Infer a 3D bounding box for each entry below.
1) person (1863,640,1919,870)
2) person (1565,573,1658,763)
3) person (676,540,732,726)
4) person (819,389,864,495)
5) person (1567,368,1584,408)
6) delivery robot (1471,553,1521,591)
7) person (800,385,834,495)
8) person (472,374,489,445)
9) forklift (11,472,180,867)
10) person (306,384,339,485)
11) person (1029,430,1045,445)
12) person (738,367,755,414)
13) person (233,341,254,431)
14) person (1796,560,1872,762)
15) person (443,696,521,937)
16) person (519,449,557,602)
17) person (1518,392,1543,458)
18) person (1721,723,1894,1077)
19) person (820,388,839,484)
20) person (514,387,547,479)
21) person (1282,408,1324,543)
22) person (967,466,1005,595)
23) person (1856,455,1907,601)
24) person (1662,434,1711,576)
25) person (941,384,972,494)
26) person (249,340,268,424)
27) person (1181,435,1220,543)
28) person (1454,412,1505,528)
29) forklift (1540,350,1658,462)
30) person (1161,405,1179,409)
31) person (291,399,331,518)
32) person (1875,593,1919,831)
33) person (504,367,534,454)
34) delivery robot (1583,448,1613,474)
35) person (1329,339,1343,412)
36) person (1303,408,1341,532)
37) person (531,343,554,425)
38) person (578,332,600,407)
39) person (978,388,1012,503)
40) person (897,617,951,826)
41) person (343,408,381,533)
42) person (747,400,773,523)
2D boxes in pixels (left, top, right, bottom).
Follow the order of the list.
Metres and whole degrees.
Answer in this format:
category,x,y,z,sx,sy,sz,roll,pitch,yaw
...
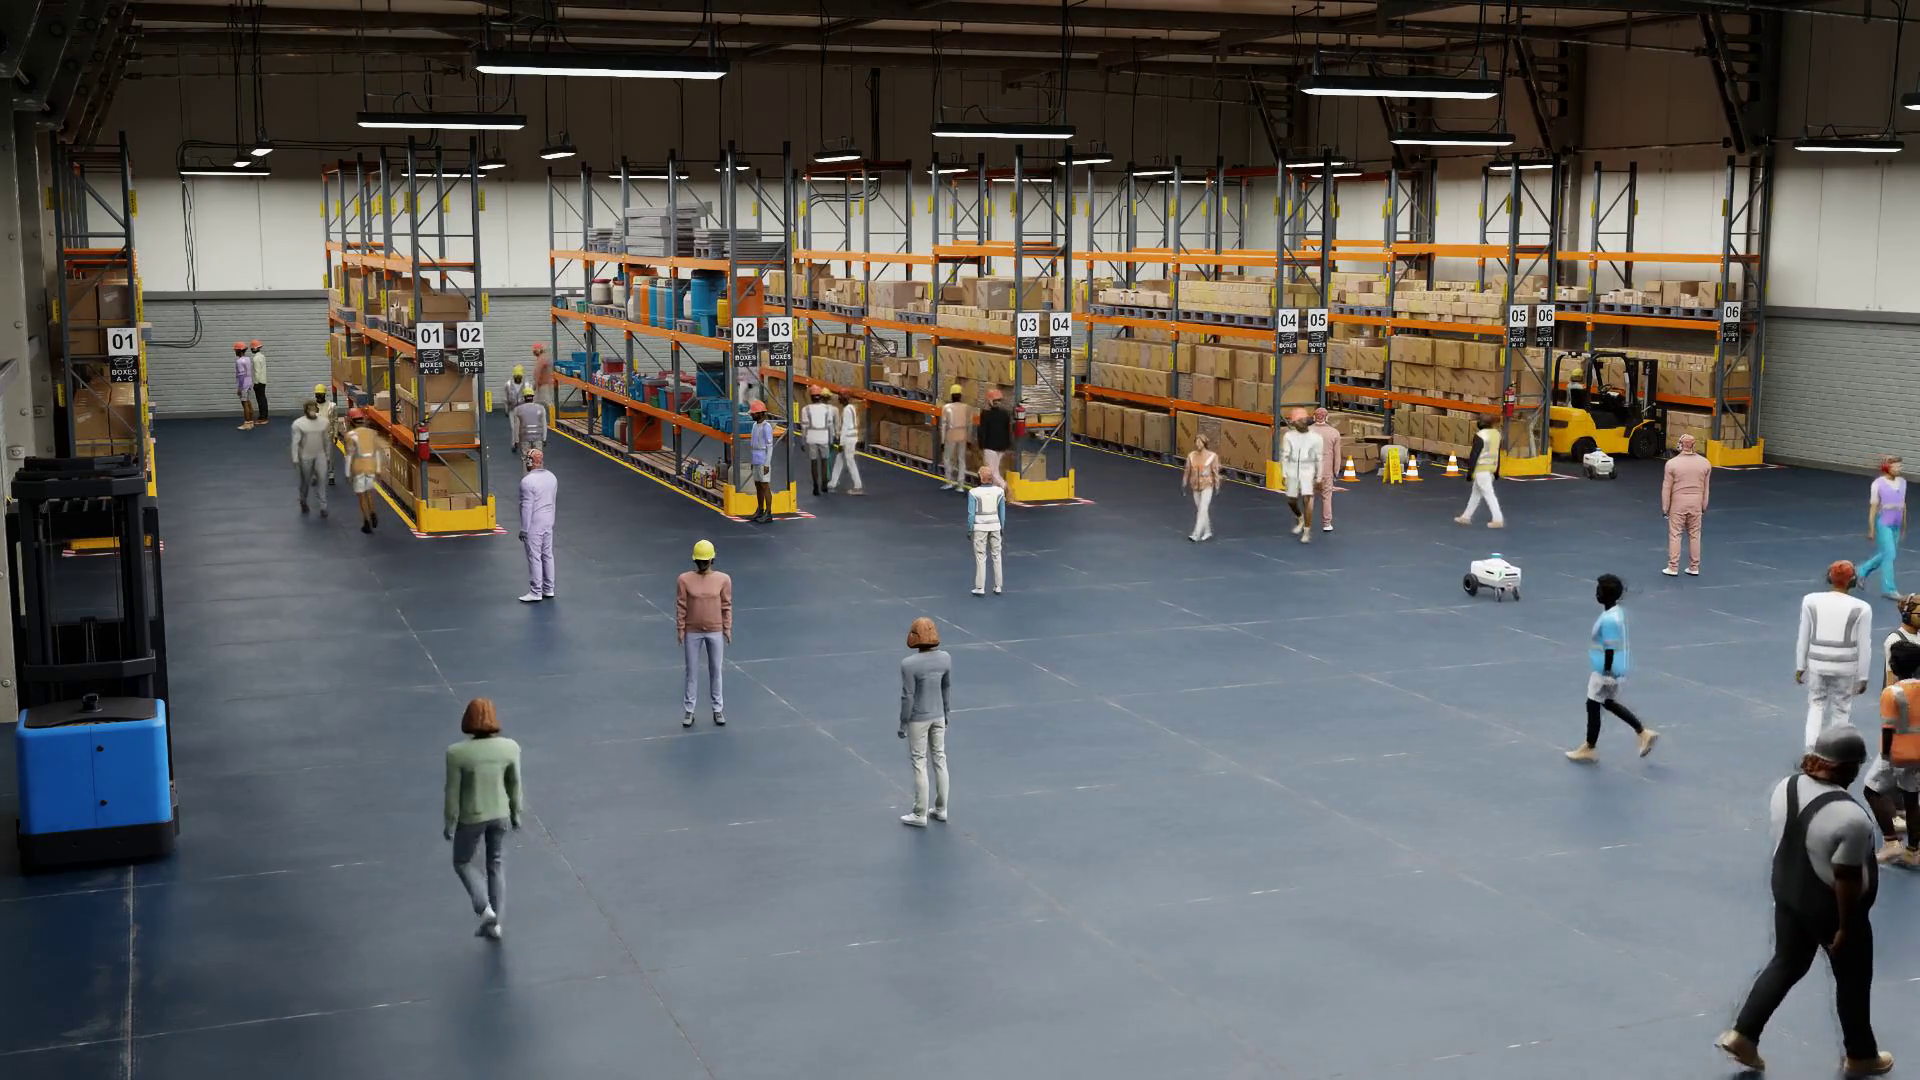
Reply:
category,x,y,z,sx,sy,sz,roll,pitch,yaw
person,6.864,1.566,15.271,0.542,1.684,0.389,-4,9,-24
person,5.698,1.117,18.228,0.703,1.678,0.536,4,9,23
person,-2.400,0.867,19.670,0.524,1.760,0.328,-1,9,-9
person,-2.070,-1.717,36.607,0.812,1.846,0.614,0,9,-1
person,12.789,-2.693,43.475,0.309,1.737,0.496,-3,9,-20
delivery robot,6.784,0.413,26.516,0.477,0.478,0.707,-3,9,-19
person,-2.511,-1.749,36.535,0.581,1.924,0.490,-2,9,-13
person,-10.241,-2.836,44.122,0.557,1.820,0.979,-5,10,-32
forklift,-6.630,0.886,15.957,1.129,2.768,1.873,-3,9,-21
person,-11.568,-1.915,37.953,0.590,1.837,0.403,-1,9,-9
person,1.660,-3.032,45.275,0.618,1.885,0.852,-2,9,-11
person,-5.345,-3.866,51.099,0.939,1.793,0.658,-3,9,-20
person,-16.470,-3.540,48.099,0.388,2.045,0.605,0,9,1
person,7.412,1.093,17.778,0.603,1.870,0.452,6,11,36
person,-3.113,1.829,13.706,0.522,1.622,0.404,-6,10,-33
person,-5.314,-0.190,26.216,0.409,1.907,0.651,4,9,23
person,11.248,-2.441,41.409,0.554,1.848,0.624,-5,10,-29
person,4.695,1.971,11.508,0.942,2.000,0.683,-3,9,-21
person,-2.488,-1.908,38.308,0.531,1.718,0.918,-3,9,-22
person,-7.657,-1.814,37.329,0.586,1.823,0.403,-3,9,-18
person,5.130,-0.989,31.246,0.625,1.992,0.785,5,10,29
person,0.333,-0.118,26.623,0.515,1.640,0.315,-3,9,-21
person,11.673,-0.186,26.491,0.573,1.827,0.777,-5,10,-30
person,9.731,-0.470,28.135,0.636,1.899,0.402,0,9,-2
person,-0.103,-1.787,36.883,0.610,1.904,0.718,-3,9,-22
person,-16.639,-3.747,49.640,0.396,1.992,0.622,-1,9,-3
person,3.546,-0.754,31.007,0.543,1.585,0.872,6,10,35
person,8.152,-1.094,32.640,0.945,1.797,0.639,8,12,43
forklift,12.897,-2.725,42.309,2.313,2.155,1.214,-3,9,-21
person,4.929,-3.716,49.771,0.612,1.889,1.022,-3,9,-20
person,-10.539,-1.351,34.004,0.644,1.905,0.980,-5,10,-32
person,7.374,1.324,16.327,0.506,1.846,0.345,-8,12,-43
person,-9.146,-2.707,43.455,0.597,1.777,0.964,-1,9,-10
delivery robot,11.914,-1.472,39.084,0.477,0.478,0.707,-1,8,-5
person,9.190,-3.979,51.376,0.542,1.939,0.368,-2,9,-13
person,5.535,-1.084,32.217,0.636,1.900,0.403,2,9,10
person,-9.951,-3.672,49.310,1.019,1.938,0.612,-3,9,-17
person,-9.609,-4.416,54.193,0.603,1.967,0.368,7,11,38
person,0.616,-1.561,35.138,0.622,1.977,0.765,-7,11,-40
person,-0.278,1.415,16.424,0.509,1.632,0.266,-8,11,-42
person,-9.160,-1.069,32.052,0.485,1.908,0.571,8,12,42
person,-3.174,-1.244,33.145,0.357,1.934,0.552,-5,10,-32
